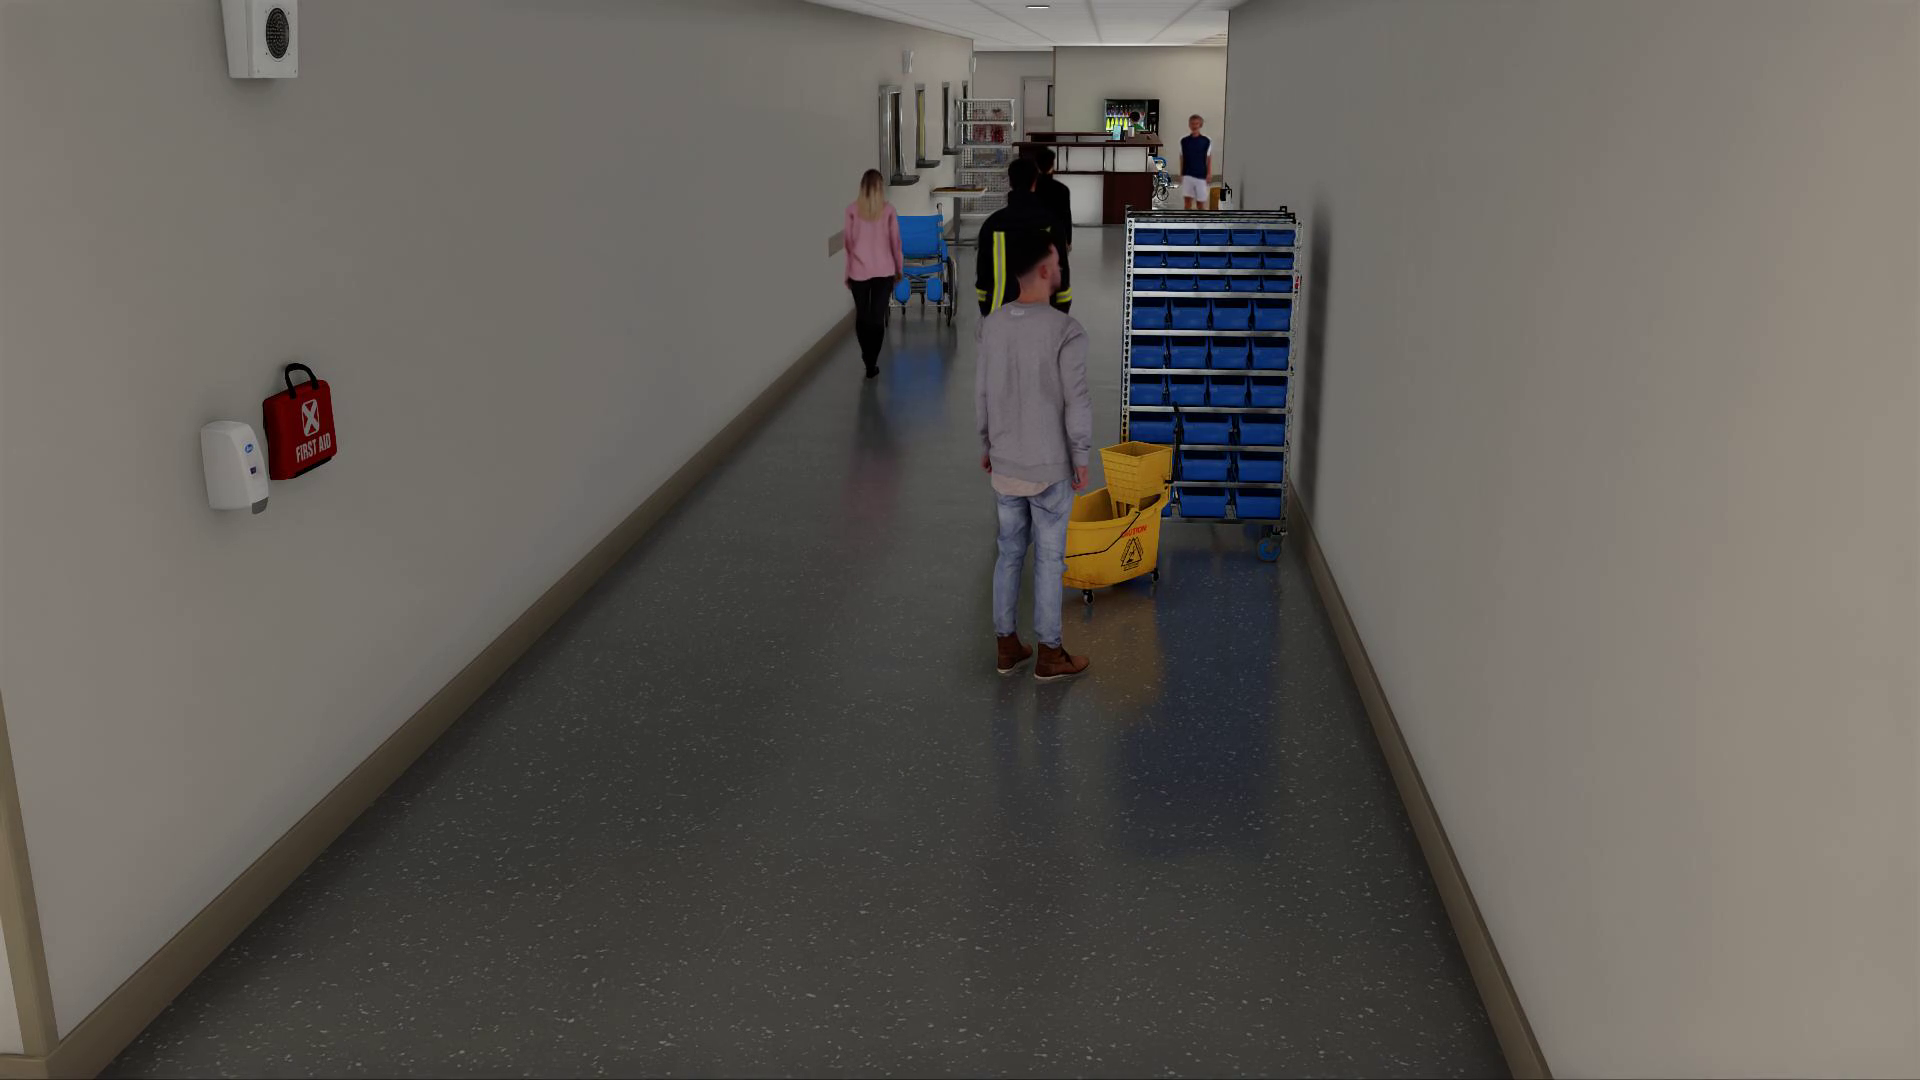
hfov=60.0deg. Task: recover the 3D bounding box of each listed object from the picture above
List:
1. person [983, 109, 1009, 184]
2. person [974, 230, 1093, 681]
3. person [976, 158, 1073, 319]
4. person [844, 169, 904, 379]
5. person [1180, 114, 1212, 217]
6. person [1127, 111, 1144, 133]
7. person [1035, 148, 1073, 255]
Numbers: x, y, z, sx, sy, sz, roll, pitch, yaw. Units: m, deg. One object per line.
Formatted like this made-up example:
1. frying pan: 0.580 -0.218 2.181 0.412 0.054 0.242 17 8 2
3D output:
1. person: 0.834 -8.838 37.356 0.980 1.615 0.678 4 16 13
2. person: 0.300 -0.342 6.807 0.689 1.839 0.823 11 19 34
3. person: 0.399 -1.454 10.615 0.766 1.913 0.899 4 16 12
4. person: -0.727 -2.141 13.525 0.924 1.656 0.695 1 16 3
5. person: 3.534 -5.422 24.906 1.189 1.797 0.868 4 16 15
6. person: 3.608 -8.014 34.372 0.633 1.649 0.715 -9 18 -30
7. person: 0.846 -2.935 16.240 0.932 1.711 0.862 6 17 20
